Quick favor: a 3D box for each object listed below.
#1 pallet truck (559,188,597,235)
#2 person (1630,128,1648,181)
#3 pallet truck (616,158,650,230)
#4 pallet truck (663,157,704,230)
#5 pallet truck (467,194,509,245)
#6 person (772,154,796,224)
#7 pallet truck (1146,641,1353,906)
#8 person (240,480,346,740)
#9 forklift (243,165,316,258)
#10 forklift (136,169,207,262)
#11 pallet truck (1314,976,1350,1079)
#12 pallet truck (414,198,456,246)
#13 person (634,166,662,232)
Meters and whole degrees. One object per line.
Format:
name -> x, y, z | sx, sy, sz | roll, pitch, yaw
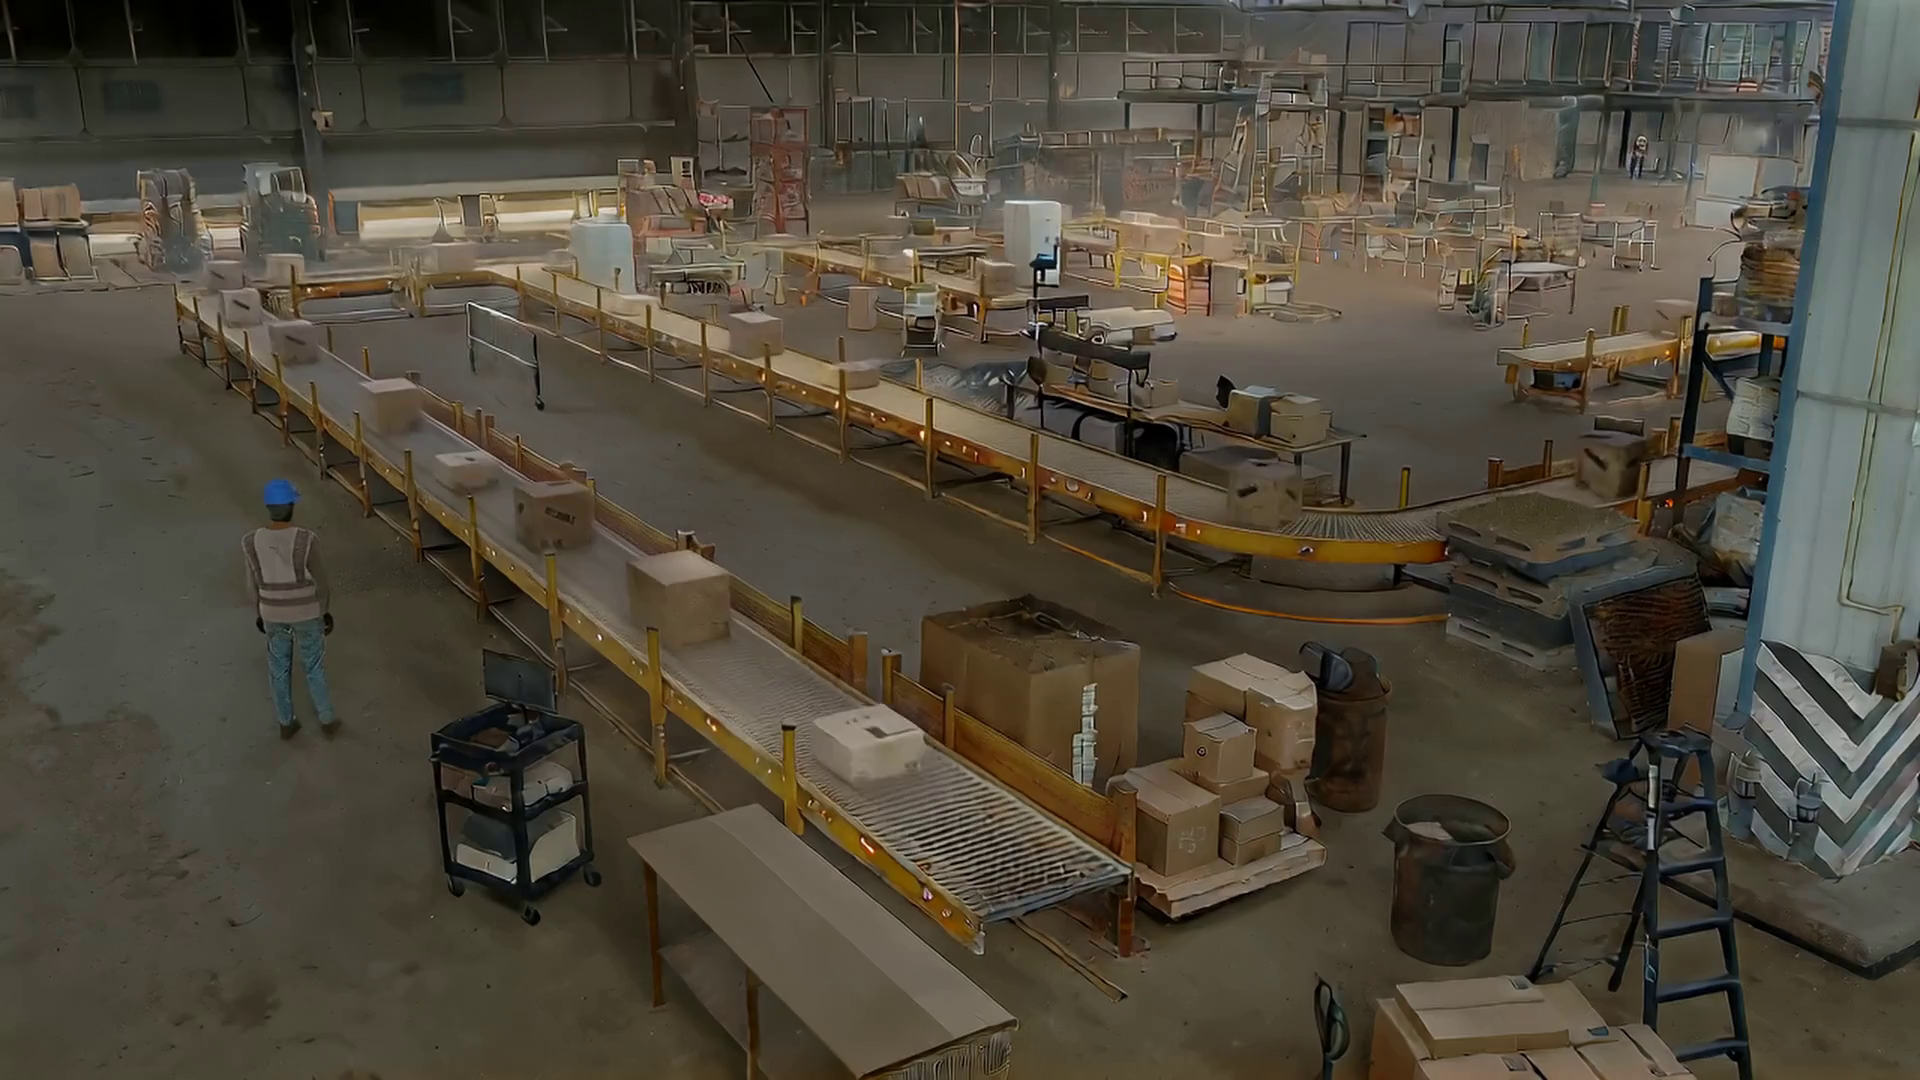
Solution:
pallet truck -> -10.010, -8.652, 43.699 | 0.653, 1.274, 1.630 | -10, 20, -31
person -> 24.848, -14.118, 60.893 | 0.585, 1.882, 0.337 | 12, 20, 34
pallet truck -> -8.918, -9.176, 44.255 | 0.823, 1.965, 1.885 | -9, 19, -27
pallet truck -> -7.586, -9.308, 44.692 | 0.823, 1.965, 1.885 | -11, 20, -33
pallet truck -> -11.983, -8.177, 42.137 | 0.704, 1.261, 1.522 | -11, 20, -33
person -> -4.901, -9.707, 46.035 | 0.636, 1.982, 1.071 | 3, 17, 9
pallet truck -> 1.664, 1.407, 10.232 | 1.630, 1.274, 0.653 | -10, 20, -31
person -> -4.854, 0.517, 12.101 | 0.602, 1.938, 0.401 | 0, 17, 1
forklift -> -15.898, -7.669, 38.708 | 1.157, 1.987, 2.680 | -11, 20, -33
forklift -> -17.842, -7.318, 37.559 | 1.157, 1.987, 2.680 | -10, 20, -31
pallet truck -> 2.299, 2.390, 7.086 | 1.601, 1.201, 0.680 | -2, 17, -7
pallet truck -> -13.250, -8.060, 41.856 | 0.680, 1.201, 1.601 | -10, 20, -31
person -> -8.064, -8.726, 43.021 | 0.976, 1.856, 0.644 | -6, 18, -21
